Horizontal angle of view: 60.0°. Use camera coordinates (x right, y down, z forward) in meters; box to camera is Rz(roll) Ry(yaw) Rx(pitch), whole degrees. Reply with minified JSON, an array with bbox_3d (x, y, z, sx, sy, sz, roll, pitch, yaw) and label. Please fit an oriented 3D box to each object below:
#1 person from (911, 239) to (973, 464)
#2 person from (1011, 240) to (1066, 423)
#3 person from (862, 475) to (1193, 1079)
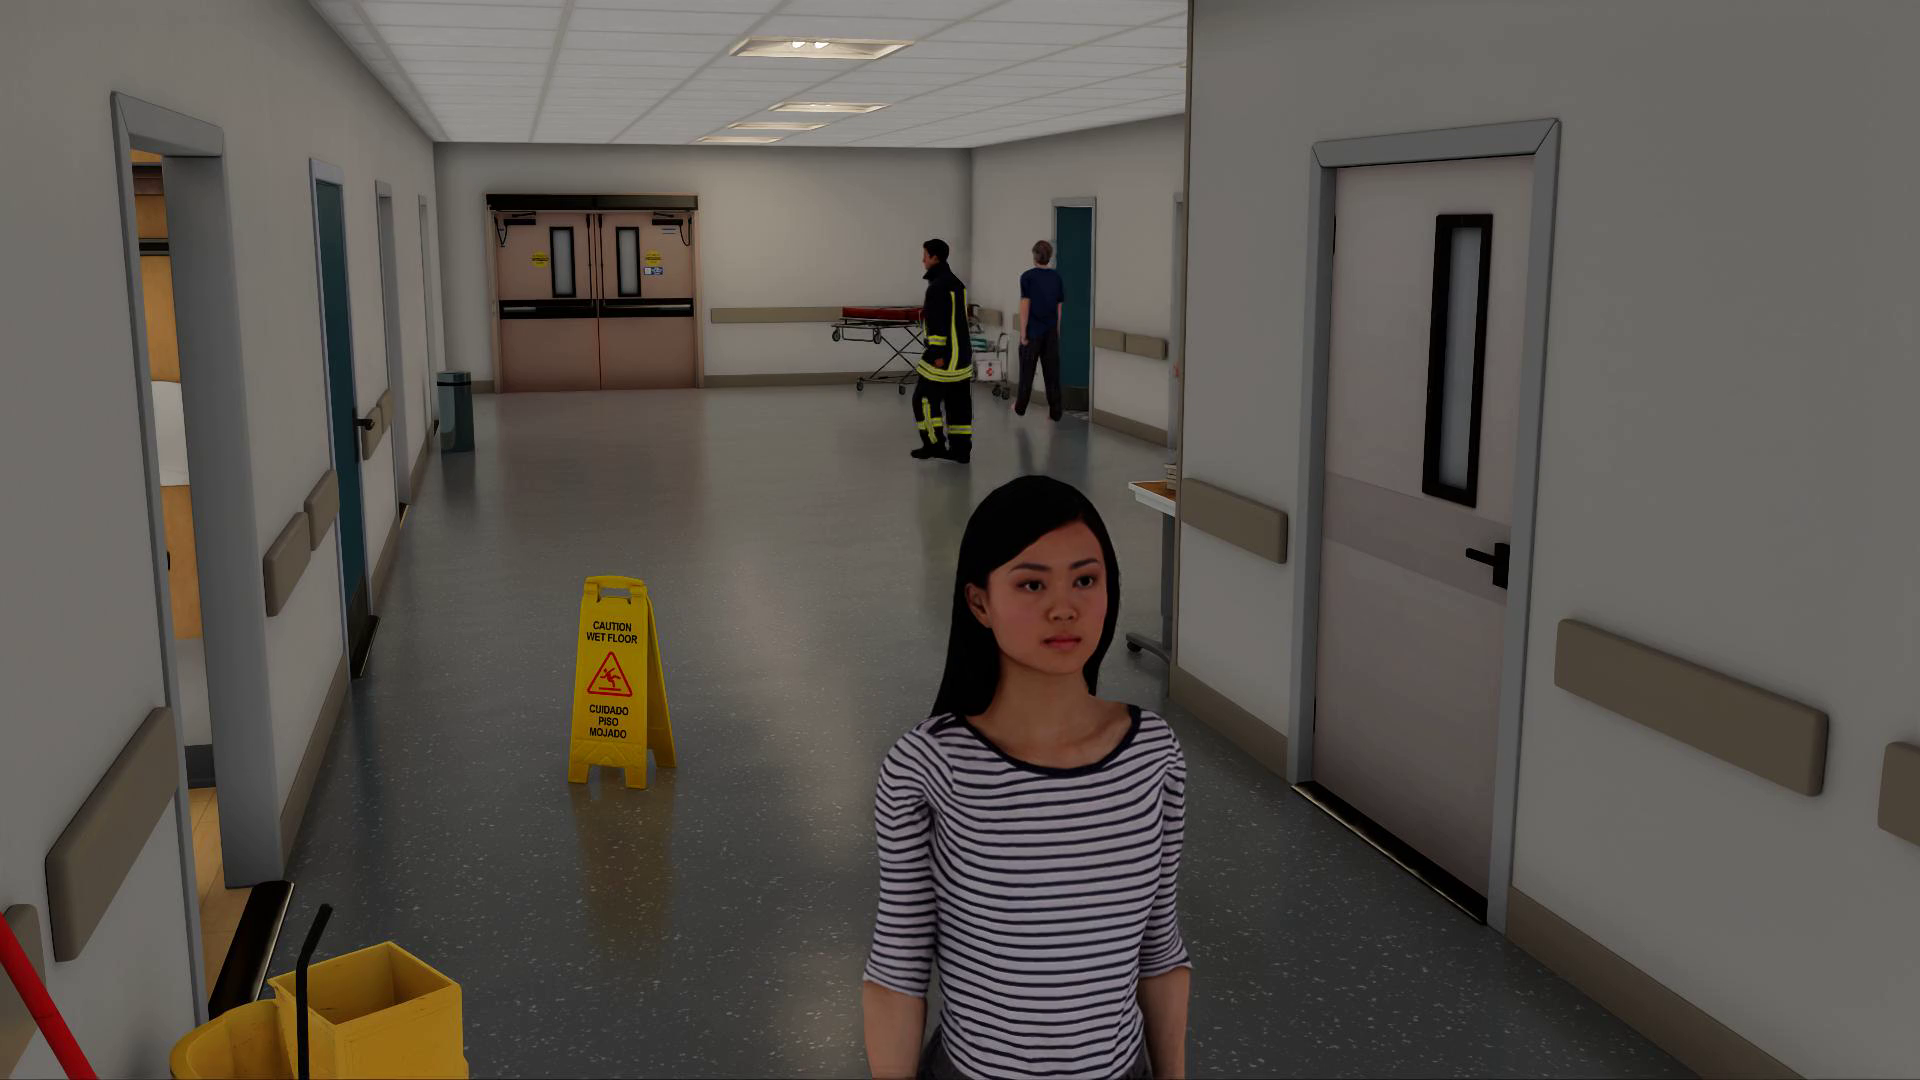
[{"bbox_3d":[-0.034,-1.607,14.218,0.993,1.910,0.917,5,12,26],"label":"person"},{"bbox_3d":[0.860,-2.056,16.846,0.741,1.811,1.215,-4,11,-19],"label":"person"},{"bbox_3d":[0.085,0.771,2.159,0.609,1.732,0.533,-4,11,-18],"label":"person"}]
